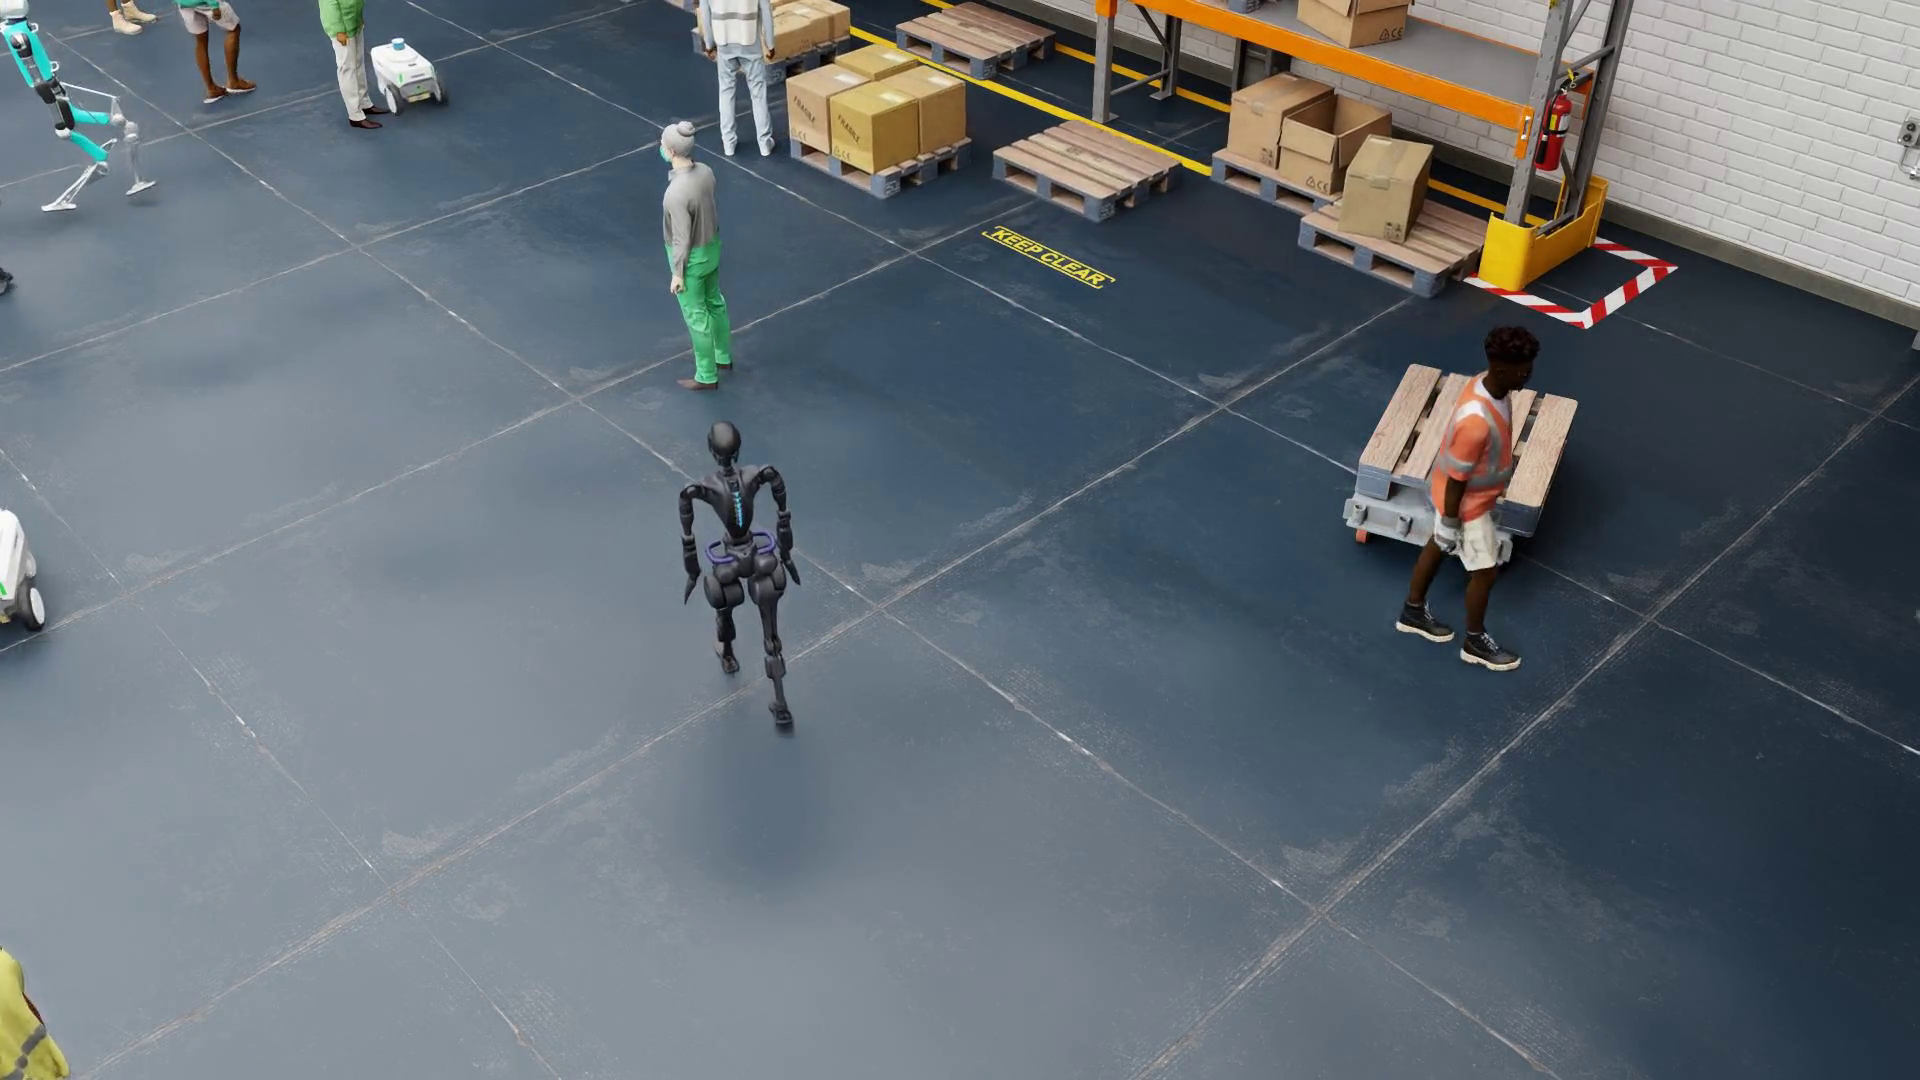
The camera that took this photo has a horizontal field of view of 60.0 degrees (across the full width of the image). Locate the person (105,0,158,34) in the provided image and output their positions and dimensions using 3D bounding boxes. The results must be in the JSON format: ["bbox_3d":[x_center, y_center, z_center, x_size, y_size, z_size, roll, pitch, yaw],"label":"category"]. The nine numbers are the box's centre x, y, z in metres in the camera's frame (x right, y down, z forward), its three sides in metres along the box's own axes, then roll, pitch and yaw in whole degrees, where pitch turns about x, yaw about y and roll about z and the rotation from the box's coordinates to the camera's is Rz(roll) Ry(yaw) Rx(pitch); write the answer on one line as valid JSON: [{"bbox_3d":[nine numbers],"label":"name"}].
[{"bbox_3d":[-8.163,-5.899,15.873,0.376,2.045,0.605,4,37,5],"label":"person"}]

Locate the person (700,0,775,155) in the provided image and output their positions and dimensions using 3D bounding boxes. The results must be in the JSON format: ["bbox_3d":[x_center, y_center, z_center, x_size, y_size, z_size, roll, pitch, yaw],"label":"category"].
[{"bbox_3d":[-1.803,-4.064,13.559,0.590,1.909,0.386,1,37,2],"label":"person"}]

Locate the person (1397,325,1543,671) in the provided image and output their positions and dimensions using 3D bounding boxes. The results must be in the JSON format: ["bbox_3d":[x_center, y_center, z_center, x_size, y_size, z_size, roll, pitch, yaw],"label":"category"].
[{"bbox_3d":[2.712,-0.201,8.407,0.792,1.940,0.632,13,39,17],"label":"person"}]

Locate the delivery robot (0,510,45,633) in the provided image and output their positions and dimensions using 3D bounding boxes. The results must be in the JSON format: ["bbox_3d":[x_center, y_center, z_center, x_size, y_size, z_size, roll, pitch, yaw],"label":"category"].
[{"bbox_3d":[-5.303,0.191,9.049,0.499,0.601,0.798,-12,39,-15],"label":"delivery robot"}]

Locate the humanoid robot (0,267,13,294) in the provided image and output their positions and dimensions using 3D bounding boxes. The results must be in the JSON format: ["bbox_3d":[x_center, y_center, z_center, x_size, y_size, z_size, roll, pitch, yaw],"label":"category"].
[{"bbox_3d":[-7.107,-2.525,11.704,0.612,1.648,0.352,5,37,6],"label":"humanoid robot"}]

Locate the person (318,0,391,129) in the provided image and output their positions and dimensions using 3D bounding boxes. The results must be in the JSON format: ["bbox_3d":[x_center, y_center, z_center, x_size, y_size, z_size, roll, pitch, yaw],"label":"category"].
[{"bbox_3d":[-5.213,-4.401,14.105,0.383,1.784,0.535,0,37,0],"label":"person"}]

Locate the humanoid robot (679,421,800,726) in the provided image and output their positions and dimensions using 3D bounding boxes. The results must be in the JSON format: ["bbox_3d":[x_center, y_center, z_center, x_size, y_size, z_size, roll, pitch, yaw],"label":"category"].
[{"bbox_3d":[-1.085,0.128,8.232,0.593,1.623,0.784,-14,39,-17],"label":"humanoid robot"}]

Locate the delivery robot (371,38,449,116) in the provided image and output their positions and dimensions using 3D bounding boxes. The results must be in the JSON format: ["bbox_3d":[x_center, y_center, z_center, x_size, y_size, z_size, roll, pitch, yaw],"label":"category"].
[{"bbox_3d":[-4.937,-4.153,14.786,0.499,0.585,0.784,-24,43,-28],"label":"delivery robot"}]

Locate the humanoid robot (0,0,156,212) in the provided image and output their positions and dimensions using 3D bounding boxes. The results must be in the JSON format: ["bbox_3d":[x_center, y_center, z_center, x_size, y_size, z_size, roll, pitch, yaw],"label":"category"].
[{"bbox_3d":[-6.715,-3.328,12.749,1.048,1.739,0.552,-17,40,-21],"label":"humanoid robot"}]

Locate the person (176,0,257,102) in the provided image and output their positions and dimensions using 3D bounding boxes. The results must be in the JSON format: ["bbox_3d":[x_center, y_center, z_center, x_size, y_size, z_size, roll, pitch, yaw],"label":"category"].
[{"bbox_3d":[-6.616,-4.753,14.517,0.533,1.837,0.560,14,39,18],"label":"person"}]

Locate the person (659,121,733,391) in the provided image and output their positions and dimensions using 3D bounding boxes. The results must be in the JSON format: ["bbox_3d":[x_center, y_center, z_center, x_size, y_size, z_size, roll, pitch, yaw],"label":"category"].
[{"bbox_3d":[-1.705,-1.817,10.634,0.325,1.840,0.524,12,39,15],"label":"person"}]

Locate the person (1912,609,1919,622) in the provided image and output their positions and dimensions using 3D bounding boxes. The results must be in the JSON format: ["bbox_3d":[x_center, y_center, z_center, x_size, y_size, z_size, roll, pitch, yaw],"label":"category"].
[{"bbox_3d":[5.532,-0.368,8.743,0.923,1.804,0.563,-12,39,-16],"label":"person"}]

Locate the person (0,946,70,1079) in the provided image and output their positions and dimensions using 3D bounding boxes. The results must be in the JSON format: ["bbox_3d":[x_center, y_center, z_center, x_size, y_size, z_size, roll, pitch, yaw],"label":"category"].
[{"bbox_3d":[-3.338,1.924,5.753,0.464,1.751,0.492,0,37,-1],"label":"person"}]
